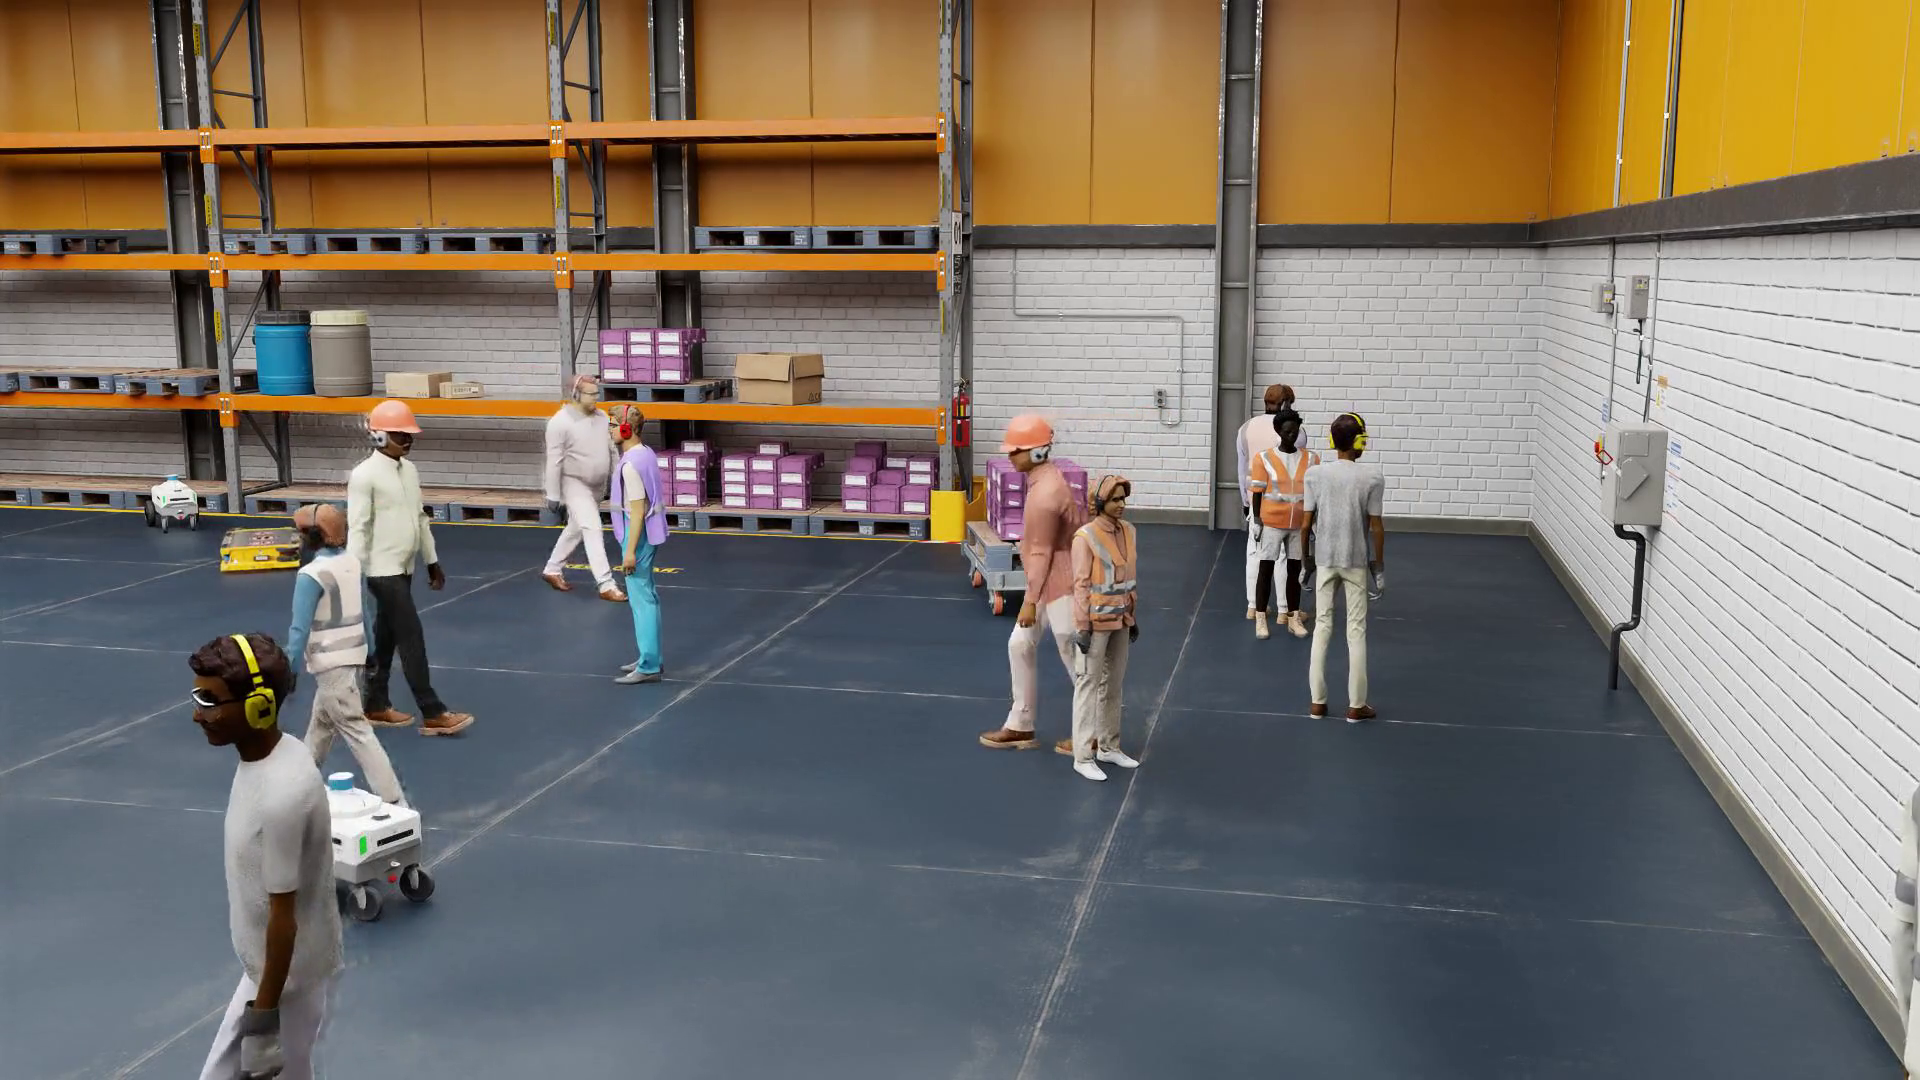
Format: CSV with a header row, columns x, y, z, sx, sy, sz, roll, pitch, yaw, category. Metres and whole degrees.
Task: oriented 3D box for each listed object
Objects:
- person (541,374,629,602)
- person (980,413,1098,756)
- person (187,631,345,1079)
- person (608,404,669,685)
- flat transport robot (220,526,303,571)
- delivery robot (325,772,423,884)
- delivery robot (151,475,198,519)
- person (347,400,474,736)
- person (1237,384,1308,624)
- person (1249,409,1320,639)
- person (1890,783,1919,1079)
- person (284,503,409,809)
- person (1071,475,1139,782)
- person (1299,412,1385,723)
x,y,z,sx,sy,sz,roll,pitch,yaw,category
-3.125,-0.442,13.690,1.003,1.860,0.642,5,11,27,person
0.457,0.266,9.222,0.866,1.934,0.606,-1,10,-3,person
-1.804,1.145,4.263,0.417,1.855,0.570,-5,11,-29,person
-2.103,0.028,10.924,0.373,1.840,0.571,-1,10,-3,person
-6.435,0.065,15.355,0.652,0.197,1.431,-4,10,-20,flat transport robot
-2.668,1.252,7.207,0.707,0.478,0.477,6,12,33,delivery robot
-8.120,-0.433,17.184,0.477,0.478,0.707,-6,12,-33,delivery robot
-3.196,0.168,9.737,0.854,1.961,0.639,1,10,7,person
2.423,-0.278,12.758,0.429,1.838,0.622,-9,13,-43,person
2.383,-0.117,12.217,0.535,1.697,0.318,-2,10,-10,person
2.251,1.170,3.568,0.394,2.041,0.612,0,10,0,person
-3.124,0.606,8.251,0.861,1.588,0.528,1,10,7,person
0.783,0.461,8.964,0.305,1.639,0.522,8,12,39,person
2.306,0.167,10.037,0.523,1.865,0.317,5,11,27,person
